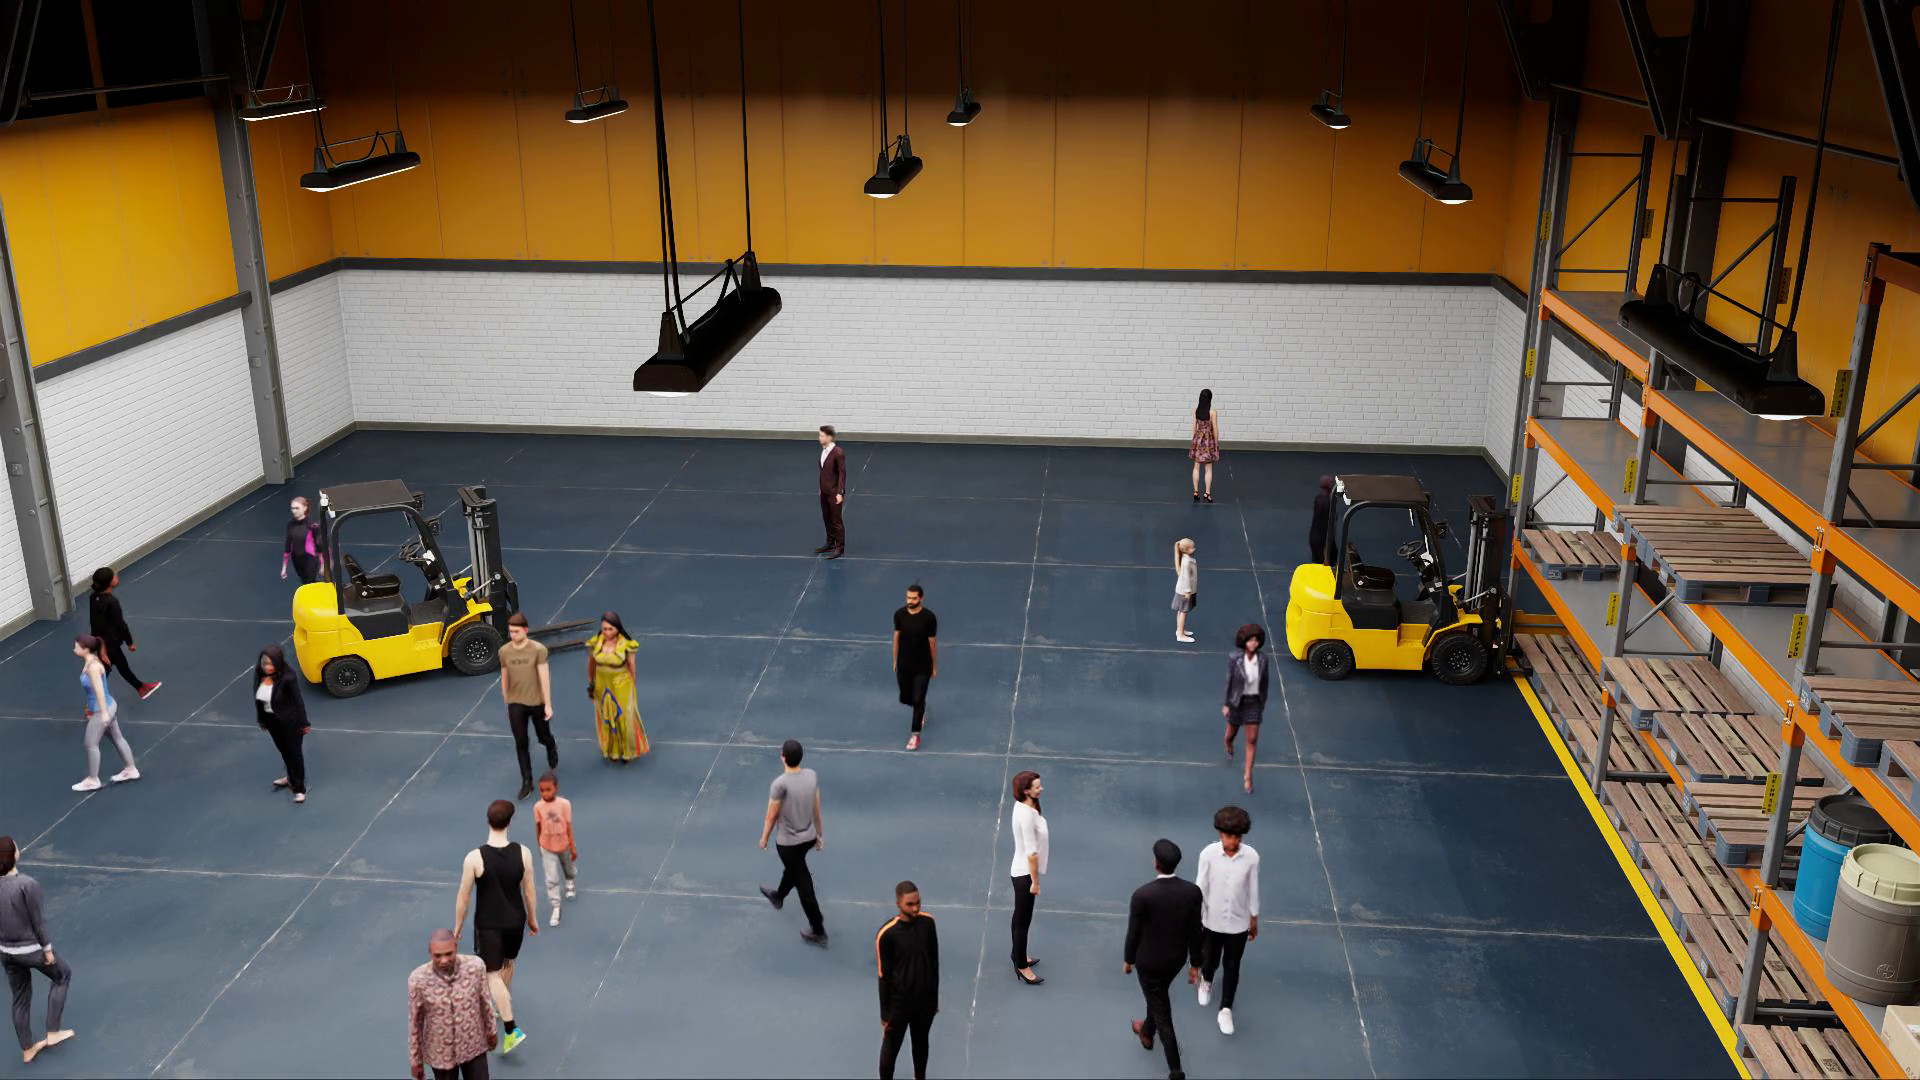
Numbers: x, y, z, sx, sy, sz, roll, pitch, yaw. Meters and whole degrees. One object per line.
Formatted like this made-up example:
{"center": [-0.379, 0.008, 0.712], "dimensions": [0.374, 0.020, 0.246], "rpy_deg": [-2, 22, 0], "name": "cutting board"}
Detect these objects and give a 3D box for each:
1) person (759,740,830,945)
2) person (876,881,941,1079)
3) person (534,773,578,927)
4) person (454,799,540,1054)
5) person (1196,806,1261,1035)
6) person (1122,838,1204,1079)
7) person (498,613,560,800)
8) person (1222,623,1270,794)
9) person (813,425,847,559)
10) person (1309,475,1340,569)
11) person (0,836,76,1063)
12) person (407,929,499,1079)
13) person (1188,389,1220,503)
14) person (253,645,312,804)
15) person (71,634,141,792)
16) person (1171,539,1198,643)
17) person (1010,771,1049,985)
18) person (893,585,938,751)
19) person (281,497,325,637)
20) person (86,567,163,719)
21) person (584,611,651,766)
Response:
{"center": [-1.297, 2.521, 13.717], "dimensions": [1.097, 1.698, 1.165], "rpy_deg": [14, 23, 37], "name": "person"}
{"center": [-0.369, 3.178, 11.600], "dimensions": [0.693, 1.804, 0.716], "rpy_deg": [-10, 21, -28], "name": "person"}
{"center": [-3.424, 2.572, 14.195], "dimensions": [0.601, 1.296, 0.889], "rpy_deg": [-2, 19, -6], "name": "person"}
{"center": [-3.408, 2.889, 12.380], "dimensions": [1.163, 1.853, 1.307], "rpy_deg": [-11, 22, -30], "name": "person"}
{"center": [2.015, 2.821, 12.667], "dimensions": [0.660, 1.800, 0.831], "rpy_deg": [1, 19, 3], "name": "person"}
{"center": [1.472, 3.065, 11.881], "dimensions": [1.042, 1.839, 1.304], "rpy_deg": [-7, 20, -19], "name": "person"}
{"center": [-4.203, 1.572, 16.315], "dimensions": [0.701, 1.839, 1.043], "rpy_deg": [1, 19, 2], "name": "person"}
{"center": [2.793, 1.614, 16.447], "dimensions": [0.687, 1.674, 1.026], "rpy_deg": [-1, 19, -2], "name": "person"}
{"center": [-1.777, -0.693, 23.002], "dimensions": [0.836, 1.863, 0.759], "rpy_deg": [-13, 23, -34], "name": "person"}
{"center": [4.494, 0.039, 21.000], "dimensions": [0.795, 1.752, 0.750], "rpy_deg": [-1, 19, -4], "name": "person"}
{"center": [-6.874, 3.023, 12.136], "dimensions": [0.618, 1.755, 0.611], "rpy_deg": [1, 19, 4], "name": "person"}
{"center": [-3.387, 3.342, 11.147], "dimensions": [0.959, 1.781, 1.061], "rpy_deg": [-7, 20, -20], "name": "person"}
{"center": [3.732, -1.441, 25.361], "dimensions": [0.786, 1.774, 0.820], "rpy_deg": [12, 22, 31], "name": "person"}
{"center": [-6.579, 1.738, 16.199], "dimensions": [0.829, 1.597, 0.832], "rpy_deg": [8, 20, 23], "name": "person"}
{"center": [-8.382, 1.675, 16.402], "dimensions": [0.877, 1.587, 0.881], "rpy_deg": [-9, 20, -24], "name": "person"}
{"center": [2.725, 0.587, 20.120], "dimensions": [0.555, 1.275, 0.443], "rpy_deg": [2, 19, 6], "name": "person"}
{"center": [0.517, 2.651, 13.179], "dimensions": [0.688, 1.795, 0.488], "rpy_deg": [0, 19, -1], "name": "person"}
{"center": [-0.445, 1.274, 17.352], "dimensions": [0.766, 1.740, 1.019], "rpy_deg": [6, 19, 16], "name": "person"}
{"center": [-7.946, 0.296, 20.335], "dimensions": [0.709, 1.689, 1.184], "rpy_deg": [5, 19, 14], "name": "person"}
{"center": [-9.257, 1.139, 17.931], "dimensions": [0.964, 1.627, 1.166], "rpy_deg": [13, 23, 34], "name": "person"}
{"center": [-3.513, 1.461, 16.952], "dimensions": [0.760, 1.642, 0.731], "rpy_deg": [1, 19, 4], "name": "person"}
